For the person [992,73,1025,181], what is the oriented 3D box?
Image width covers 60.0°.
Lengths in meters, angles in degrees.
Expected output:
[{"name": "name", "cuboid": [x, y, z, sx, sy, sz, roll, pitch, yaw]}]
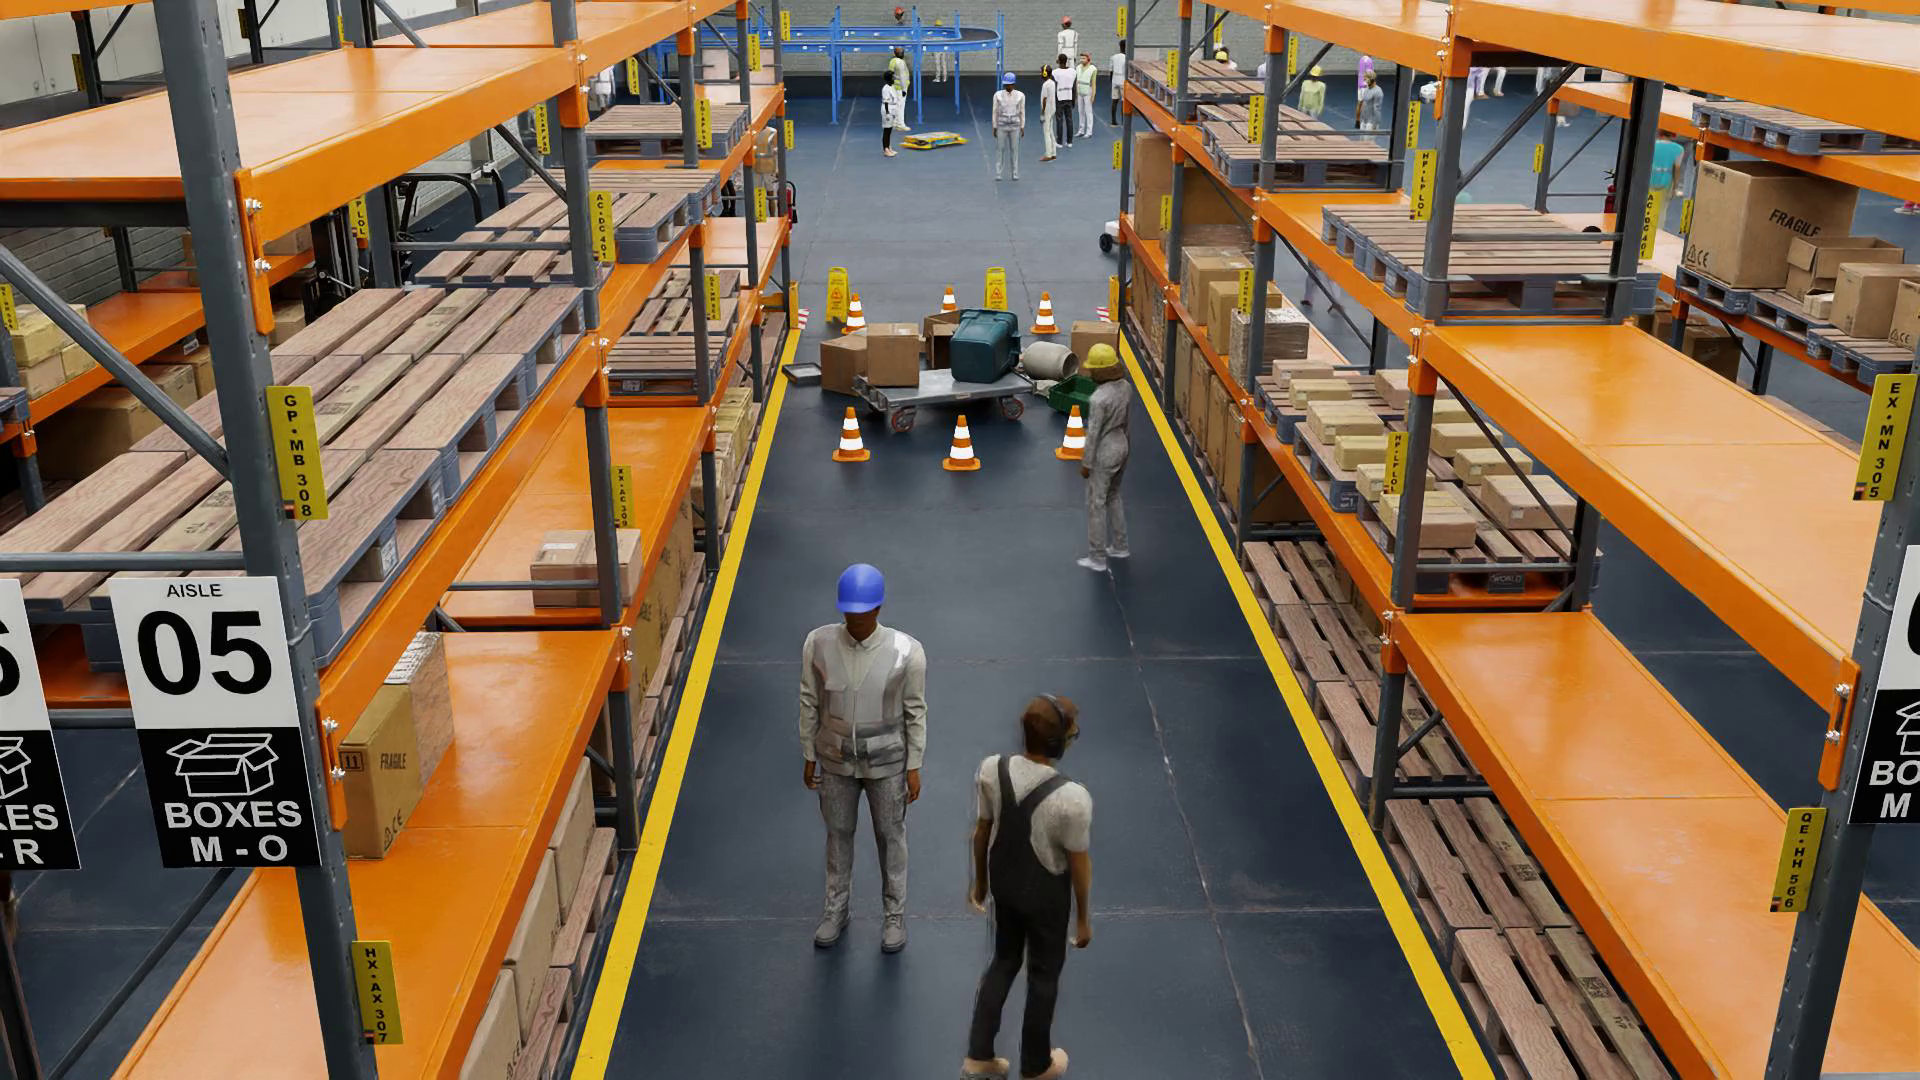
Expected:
[{"name": "person", "cuboid": [0.897, -7.581, 30.527, 0.605, 1.943, 0.402, -1, 21, -2]}]

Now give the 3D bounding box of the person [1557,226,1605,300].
[{"name": "person", "cuboid": [5.933, -2.075, 16.008, 0.596, 1.916, 0.372, -6, 22, -16]}]

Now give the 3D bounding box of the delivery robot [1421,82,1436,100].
[{"name": "delivery robot", "cuboid": [12.122, -11.559, 42.842, 0.477, 0.478, 0.707, 0, 21, 1]}]

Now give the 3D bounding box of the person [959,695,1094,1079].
[{"name": "person", "cuboid": [0.265, 1.475, 6.777, 0.589, 1.828, 0.450, 15, 25, 34]}]

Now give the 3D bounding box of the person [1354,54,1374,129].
[{"name": "person", "cuboid": [9.223, -10.319, 37.770, 0.361, 1.939, 0.542, -3, 21, -9]}]

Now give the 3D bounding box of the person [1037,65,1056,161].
[{"name": "person", "cuboid": [1.730, -8.448, 32.946, 0.334, 1.860, 0.509, 8, 22, 21]}]

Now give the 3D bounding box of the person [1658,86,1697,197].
[{"name": "person", "cuboid": [12.414, -6.955, 28.737, 0.688, 2.000, 0.535, 5, 21, 12]}]

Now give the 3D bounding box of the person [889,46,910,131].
[{"name": "person", "cuboid": [-1.353, -10.203, 37.598, 0.429, 1.842, 0.634, -9, 22, -22]}]

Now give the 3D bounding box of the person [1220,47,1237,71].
[{"name": "person", "cuboid": [5.853, -10.007, 37.086, 0.596, 1.903, 0.693, 1, 21, 2]}]

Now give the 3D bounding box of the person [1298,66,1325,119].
[{"name": "person", "cuboid": [7.209, -8.864, 34.186, 0.554, 1.741, 0.445, 14, 25, 32]}]

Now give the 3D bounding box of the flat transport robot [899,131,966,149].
[{"name": "flat transport robot", "cuboid": [-0.580, -8.471, 35.205, 0.652, 0.197, 1.431, 17, 27, 38]}]

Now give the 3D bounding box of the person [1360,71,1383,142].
[{"name": "person", "cuboid": [7.641, -7.759, 31.032, 0.378, 1.927, 0.637, -4, 21, -11]}]

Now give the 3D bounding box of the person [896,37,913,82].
[{"name": "person", "cuboid": [-1.586, -13.936, 47.808, 0.797, 1.595, 0.511, -14, 25, -33]}]

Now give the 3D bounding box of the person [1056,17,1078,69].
[{"name": "person", "cuboid": [2.866, -13.051, 44.860, 0.605, 2.034, 0.390, -11, 23, -27]}]

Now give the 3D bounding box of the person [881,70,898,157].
[{"name": "person", "cuboid": [-1.430, -8.622, 33.620, 0.320, 1.697, 0.531, 4, 21, 10]}]

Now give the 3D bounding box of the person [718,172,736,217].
[{"name": "person", "cuboid": [-3.798, -6.051, 26.505, 0.369, 1.929, 0.542, 8, 22, 19]}]

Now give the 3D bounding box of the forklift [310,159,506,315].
[{"name": "forklift", "cuboid": [-5.622, -2.910, 17.832, 2.313, 2.155, 1.214, -1, 21, -1]}]

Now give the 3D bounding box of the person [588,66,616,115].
[{"name": "person", "cuboid": [-7.989, -9.928, 36.784, 0.575, 1.900, 0.902, -19, 28, -41]}]

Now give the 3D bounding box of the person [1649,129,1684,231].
[{"name": "person", "cuboid": [10.288, -5.235, 24.510, 0.564, 1.818, 0.822, 11, 23, 27]}]

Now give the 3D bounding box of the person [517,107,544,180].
[{"name": "person", "cuboid": [-7.374, -6.863, 28.784, 0.590, 1.833, 0.404, 16, 26, 36]}]

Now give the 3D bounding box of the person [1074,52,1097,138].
[{"name": "person", "cuboid": [2.750, -9.724, 36.345, 0.394, 1.836, 0.560, -17, 27, -38]}]

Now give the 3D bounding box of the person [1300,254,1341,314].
[{"name": "person", "cuboid": [4.506, -3.617, 20.537, 0.542, 1.599, 0.789, -5, 21, -12]}]

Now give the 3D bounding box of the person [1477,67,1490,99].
[{"name": "person", "cuboid": [13.935, -12.692, 44.060, 0.375, 1.933, 0.625, 3, 21, 9]}]

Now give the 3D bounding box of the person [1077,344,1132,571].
[{"name": "person", "cuboid": [1.093, -0.635, 12.472, 0.323, 1.724, 0.510, 17, 26, 37]}]

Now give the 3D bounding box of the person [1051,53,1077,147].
[{"name": "person", "cuboid": [2.172, -9.223, 34.911, 0.591, 1.911, 0.386, -9, 23, -23]}]

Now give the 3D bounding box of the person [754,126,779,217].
[{"name": "person", "cuboid": [-3.034, -5.694, 25.545, 0.543, 1.939, 0.362, 3, 21, 7]}]

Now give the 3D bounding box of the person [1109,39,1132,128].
[{"name": "person", "cuboid": [3.701, -10.459, 38.104, 0.613, 1.961, 0.368, 17, 27, 38]}]

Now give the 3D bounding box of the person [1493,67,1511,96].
[{"name": "person", "cuboid": [14.532, -12.796, 44.473, 0.643, 1.822, 0.517, -16, 26, -36]}]

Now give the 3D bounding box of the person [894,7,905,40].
[{"name": "person", "cuboid": [-1.792, -14.721, 49.258, 0.378, 2.045, 0.605, 0, 21, -1]}]

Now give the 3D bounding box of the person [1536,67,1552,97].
[{"name": "person", "cuboid": [15.629, -12.736, 44.458, 0.491, 1.723, 0.662, 4, 21, 11]}]

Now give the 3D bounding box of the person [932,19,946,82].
[{"name": "person", "cuboid": [-0.620, -14.245, 48.420, 0.493, 1.742, 0.322, -16, 26, -37]}]

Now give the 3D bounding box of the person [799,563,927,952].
[{"name": "person", "cuboid": [-0.455, 1.014, 7.799, 0.605, 1.950, 0.380, 3, 21, 8]}]
